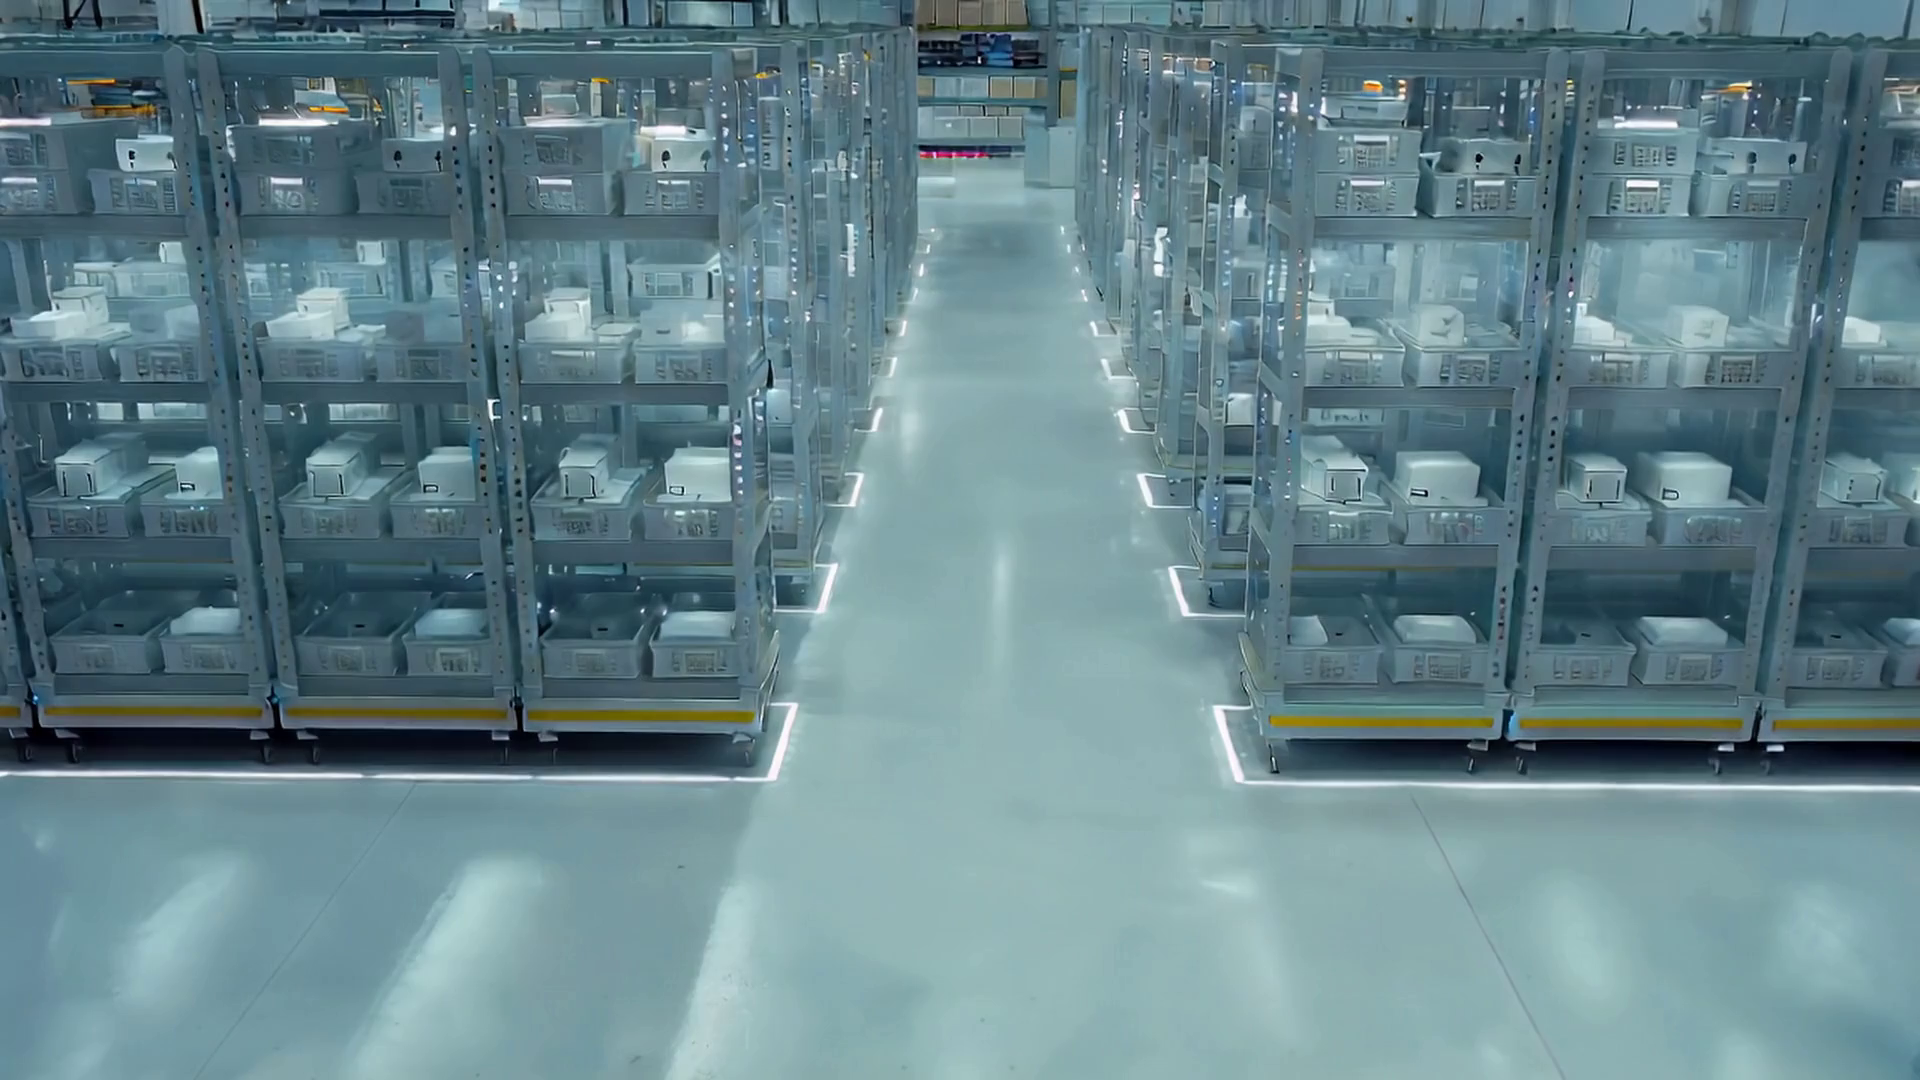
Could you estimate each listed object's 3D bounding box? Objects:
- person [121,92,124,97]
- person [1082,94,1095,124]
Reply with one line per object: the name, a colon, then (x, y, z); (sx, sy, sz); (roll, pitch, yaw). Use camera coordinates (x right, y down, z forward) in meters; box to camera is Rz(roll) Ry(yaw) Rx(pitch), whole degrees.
person: (-24.779, -12.601, 49.457); (0.532, 1.880, 0.659); (-2, 18, -7)
person: (3.340, -10.497, 42.576); (0.608, 1.987, 0.401); (-2, 18, -6)
